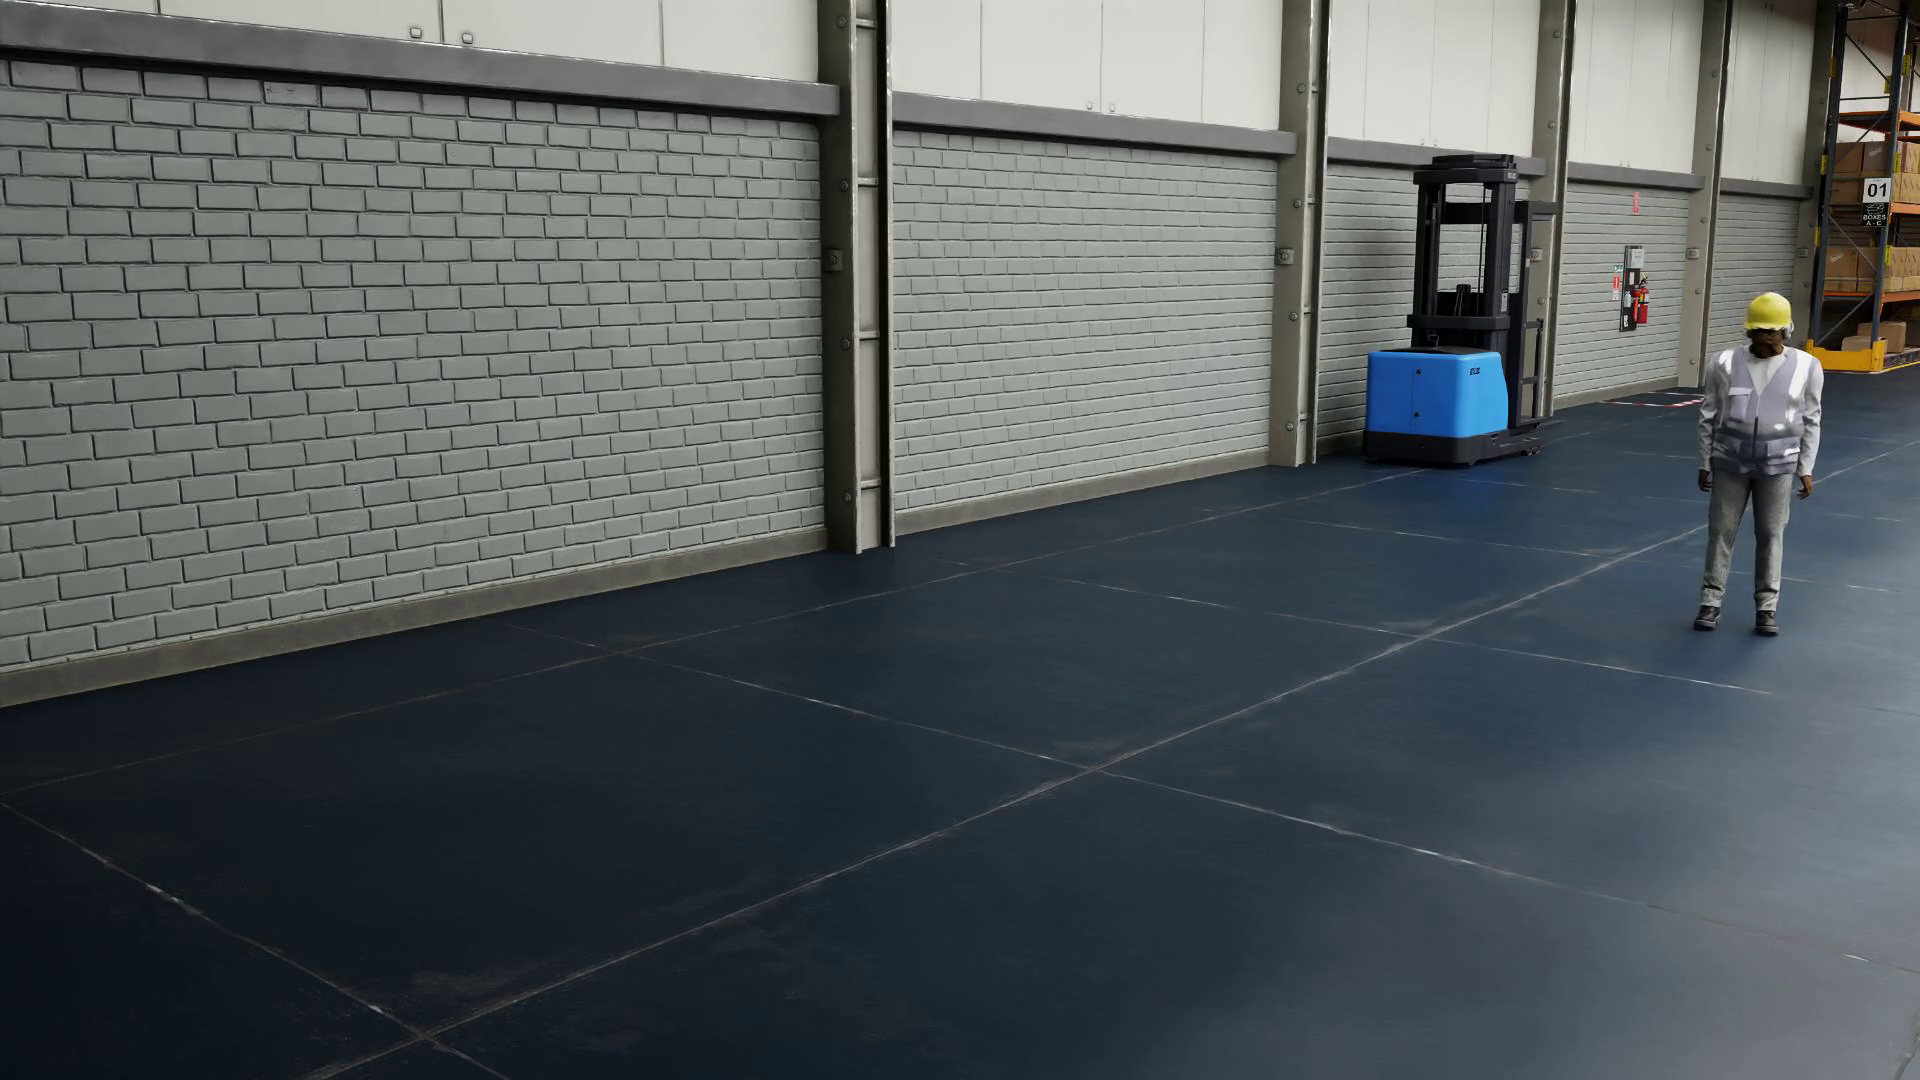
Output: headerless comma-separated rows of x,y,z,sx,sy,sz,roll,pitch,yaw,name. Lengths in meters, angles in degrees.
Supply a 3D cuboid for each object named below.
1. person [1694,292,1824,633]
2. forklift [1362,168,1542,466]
4.271,-0.411,8.929,0.591,1.821,0.404,5,11,28,person
4.875,-2.212,16.287,1.129,2.768,1.873,8,13,40,forklift
